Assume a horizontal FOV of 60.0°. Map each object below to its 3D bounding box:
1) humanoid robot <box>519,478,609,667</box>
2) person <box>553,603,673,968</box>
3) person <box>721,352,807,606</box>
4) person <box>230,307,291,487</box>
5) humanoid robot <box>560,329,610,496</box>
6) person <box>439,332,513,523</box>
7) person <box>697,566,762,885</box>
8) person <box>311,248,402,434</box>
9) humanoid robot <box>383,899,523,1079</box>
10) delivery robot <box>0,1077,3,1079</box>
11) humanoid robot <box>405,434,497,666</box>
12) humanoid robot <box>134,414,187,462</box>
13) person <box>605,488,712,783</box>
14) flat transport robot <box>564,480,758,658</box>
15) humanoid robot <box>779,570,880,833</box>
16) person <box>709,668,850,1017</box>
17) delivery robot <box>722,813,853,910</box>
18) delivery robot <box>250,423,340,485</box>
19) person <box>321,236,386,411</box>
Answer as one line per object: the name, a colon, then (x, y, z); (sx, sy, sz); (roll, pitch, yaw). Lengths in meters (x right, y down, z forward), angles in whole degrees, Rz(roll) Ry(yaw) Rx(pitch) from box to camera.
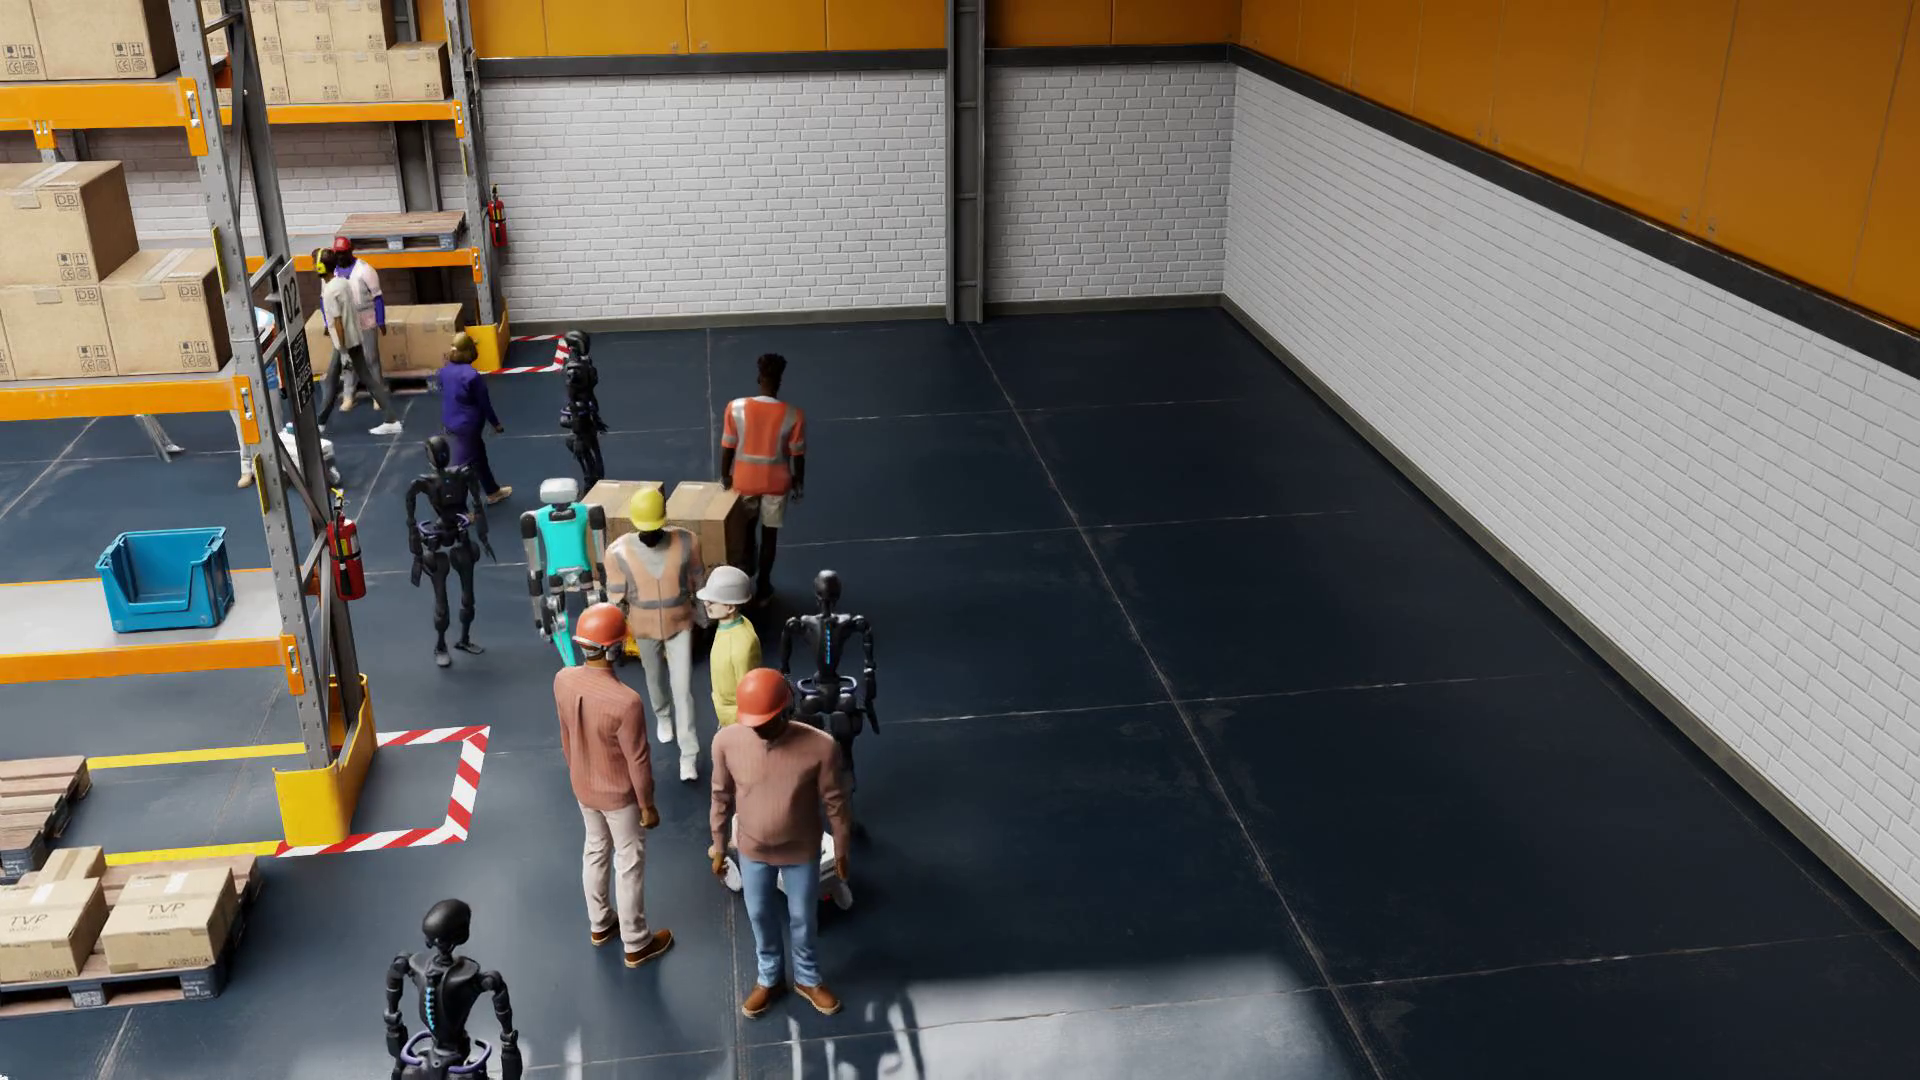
humanoid robot: (-2.383, 0.541, 10.350); (0.547, 1.738, 0.981); (-7, 25, -16)
person: (-1.758, 1.240, 8.443); (0.610, 1.986, 0.402); (17, 29, 34)
person: (-1.446, -0.444, 12.335); (0.652, 1.932, 0.486); (2, 24, 4)
person: (-6.187, -1.352, 14.522); (0.629, 1.840, 0.429); (-3, 24, -8)
humanoid robot: (-3.115, -0.947, 13.798); (0.323, 1.650, 0.591); (2, 24, 5)
person: (-4.064, -0.964, 13.938); (0.448, 1.593, 0.800); (22, 32, 40)
person: (-1.211, 1.001, 9.098); (0.385, 1.895, 0.470); (-8, 25, -18)
person: (-5.857, -1.849, 15.703); (1.009, 1.797, 0.585); (1, 24, 3)
humanoid robot: (-2.058, 2.161, 6.729); (0.611, 1.640, 0.334); (5, 24, 11)
delivery robot: (-4.479, 2.604, 7.114); (0.797, 0.599, 0.499); (-10, 26, -22)
humanoid robot: (-3.525, 0.053, 11.521); (0.608, 1.655, 0.330); (-19, 30, -37)
humanoid robot: (-7.367, -1.550, 15.120); (0.725, 1.794, 0.541); (-1, 24, -3)
person: (-1.836, 0.536, 10.187); (0.610, 1.863, 0.995); (-4, 24, -10)
flat transport robot: (-2.178, 0.473, 12.318); (0.659, 0.231, 1.431); (2, 24, 5)
humanoid robot: (-0.764, 0.959, 9.476); (0.609, 1.634, 0.402); (-4, 24, -9)
person: (-0.863, 1.470, 7.936); (0.661, 1.975, 0.445); (3, 24, 7)
delivery robot: (-0.944, 1.732, 9.118); (0.499, 0.614, 0.815); (-21, 31, -39)
delivery robot: (-5.893, -0.756, 14.746); (0.754, 0.581, 0.499); (15, 28, 30)
person: (-5.970, -2.130, 16.402); (0.605, 1.754, 0.418); (-2, 24, -3)
